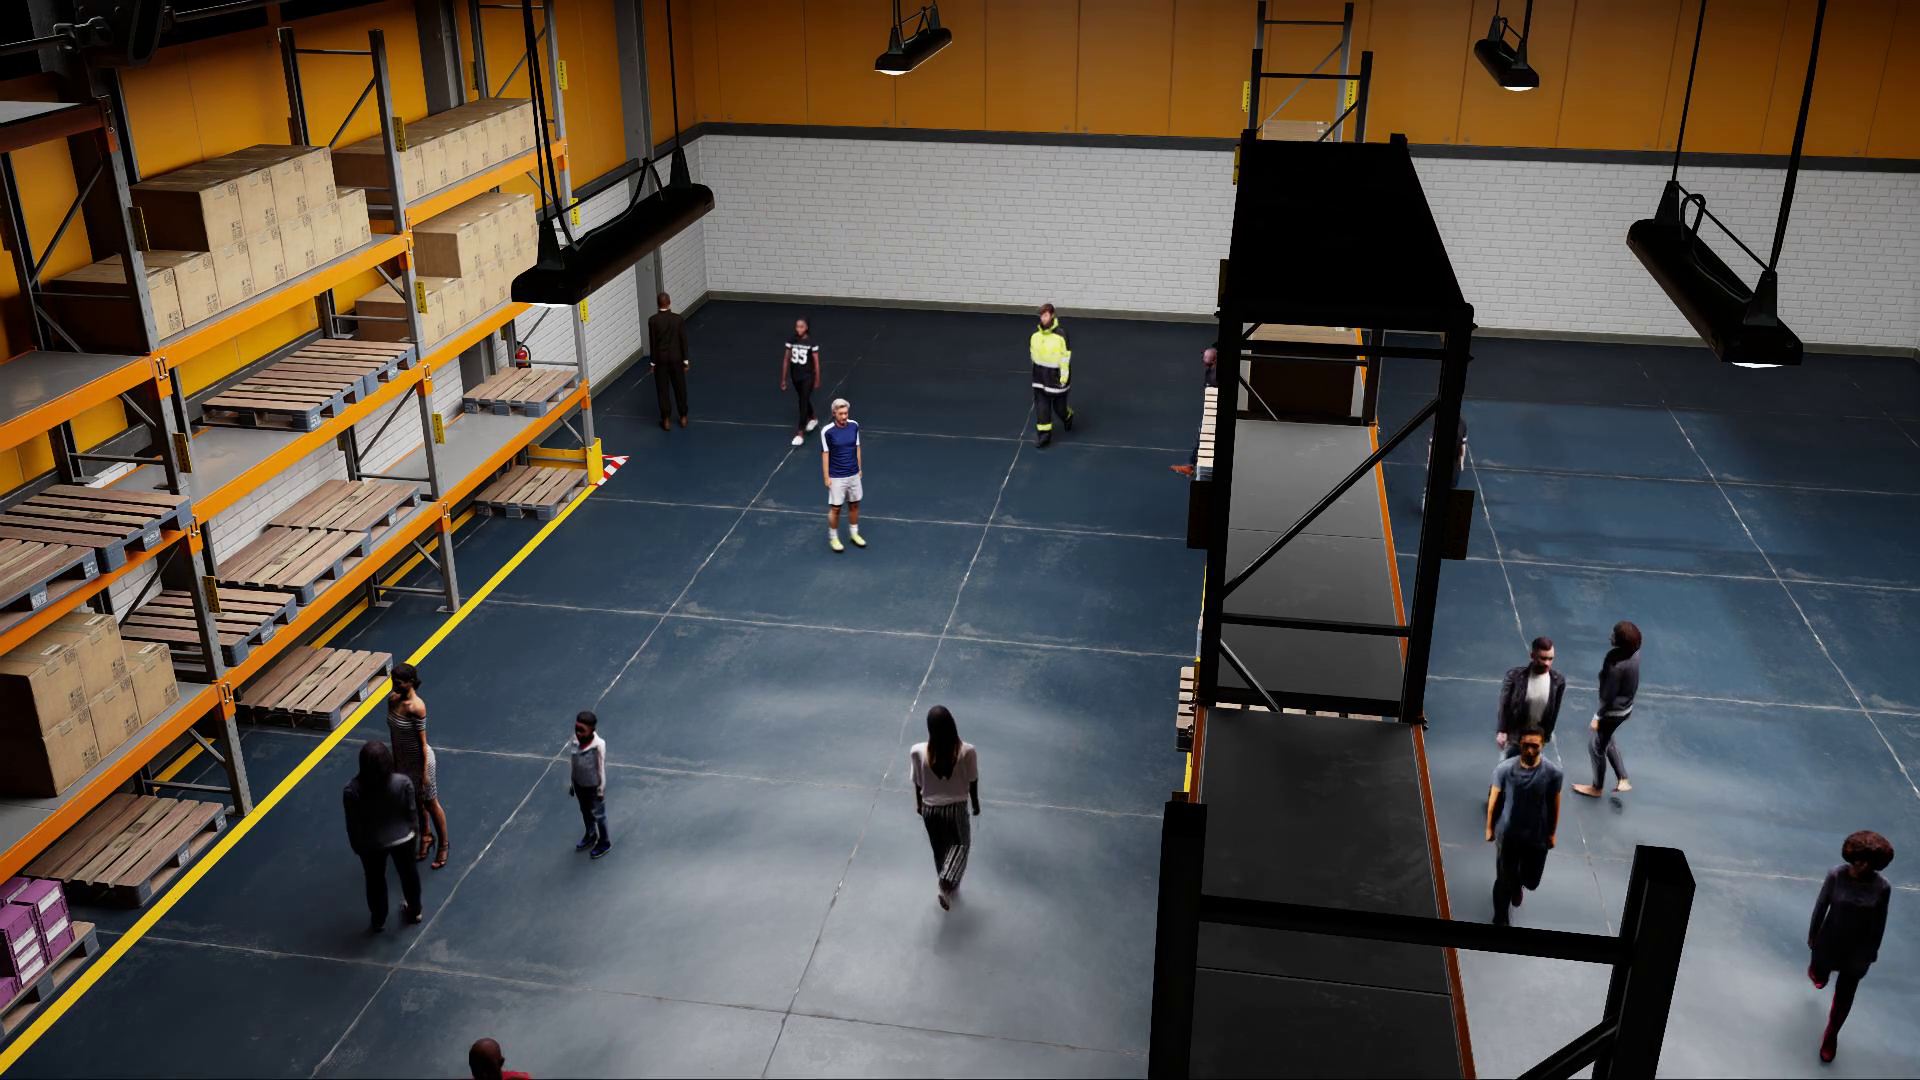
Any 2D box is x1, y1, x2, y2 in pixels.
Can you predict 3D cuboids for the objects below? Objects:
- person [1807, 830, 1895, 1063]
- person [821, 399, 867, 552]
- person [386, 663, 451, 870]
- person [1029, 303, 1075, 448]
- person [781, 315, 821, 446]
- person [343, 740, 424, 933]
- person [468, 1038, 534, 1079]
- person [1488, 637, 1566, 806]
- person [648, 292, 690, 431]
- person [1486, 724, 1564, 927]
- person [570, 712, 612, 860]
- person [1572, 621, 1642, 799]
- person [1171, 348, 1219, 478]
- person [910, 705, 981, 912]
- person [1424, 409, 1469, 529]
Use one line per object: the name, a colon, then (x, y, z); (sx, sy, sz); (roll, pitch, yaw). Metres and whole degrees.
person: (6.008, 2.689, 11.305); (0.774, 1.693, 1.029); (11, 26, 24)
person: (-1.346, -0.772, 19.053); (0.720, 1.829, 0.772); (-15, 28, -31)
person: (-4.315, 1.780, 13.231); (0.661, 1.817, 0.670); (18, 29, 35)
person: (1.266, -2.231, 22.234); (0.922, 1.955, 1.133); (10, 26, 22)
person: (-2.099, -2.190, 22.485); (0.763, 1.679, 1.233); (8, 25, 18)
person: (-4.294, 2.226, 12.485); (0.786, 1.597, 0.809); (-8, 25, -18)
person: (-2.596, 3.495, 9.353); (0.977, 1.781, 1.268); (-5, 24, -11)
person: (4.606, 1.582, 13.690); (0.707, 1.813, 1.142); (3, 24, 6)
person: (-4.004, -2.467, 22.839); (0.792, 1.904, 0.786); (-8, 25, -17)
person: (4.196, 2.143, 12.429); (0.682, 1.794, 0.864); (6, 24, 13)
person: (-3.009, 1.946, 13.547); (0.569, 1.260, 0.619); (15, 28, 30)
person: (5.552, 1.450, 14.065); (0.833, 1.752, 0.906); (-19, 30, -36)
person: (3.331, -1.544, 20.888); (0.884, 1.775, 1.077); (1, 24, 2)
person: (-0.119, 2.084, 12.738); (0.692, 1.654, 0.869); (5, 24, 11)
person: (5.711, -0.915, 19.637); (0.783, 1.623, 0.947); (-4, 24, -10)
